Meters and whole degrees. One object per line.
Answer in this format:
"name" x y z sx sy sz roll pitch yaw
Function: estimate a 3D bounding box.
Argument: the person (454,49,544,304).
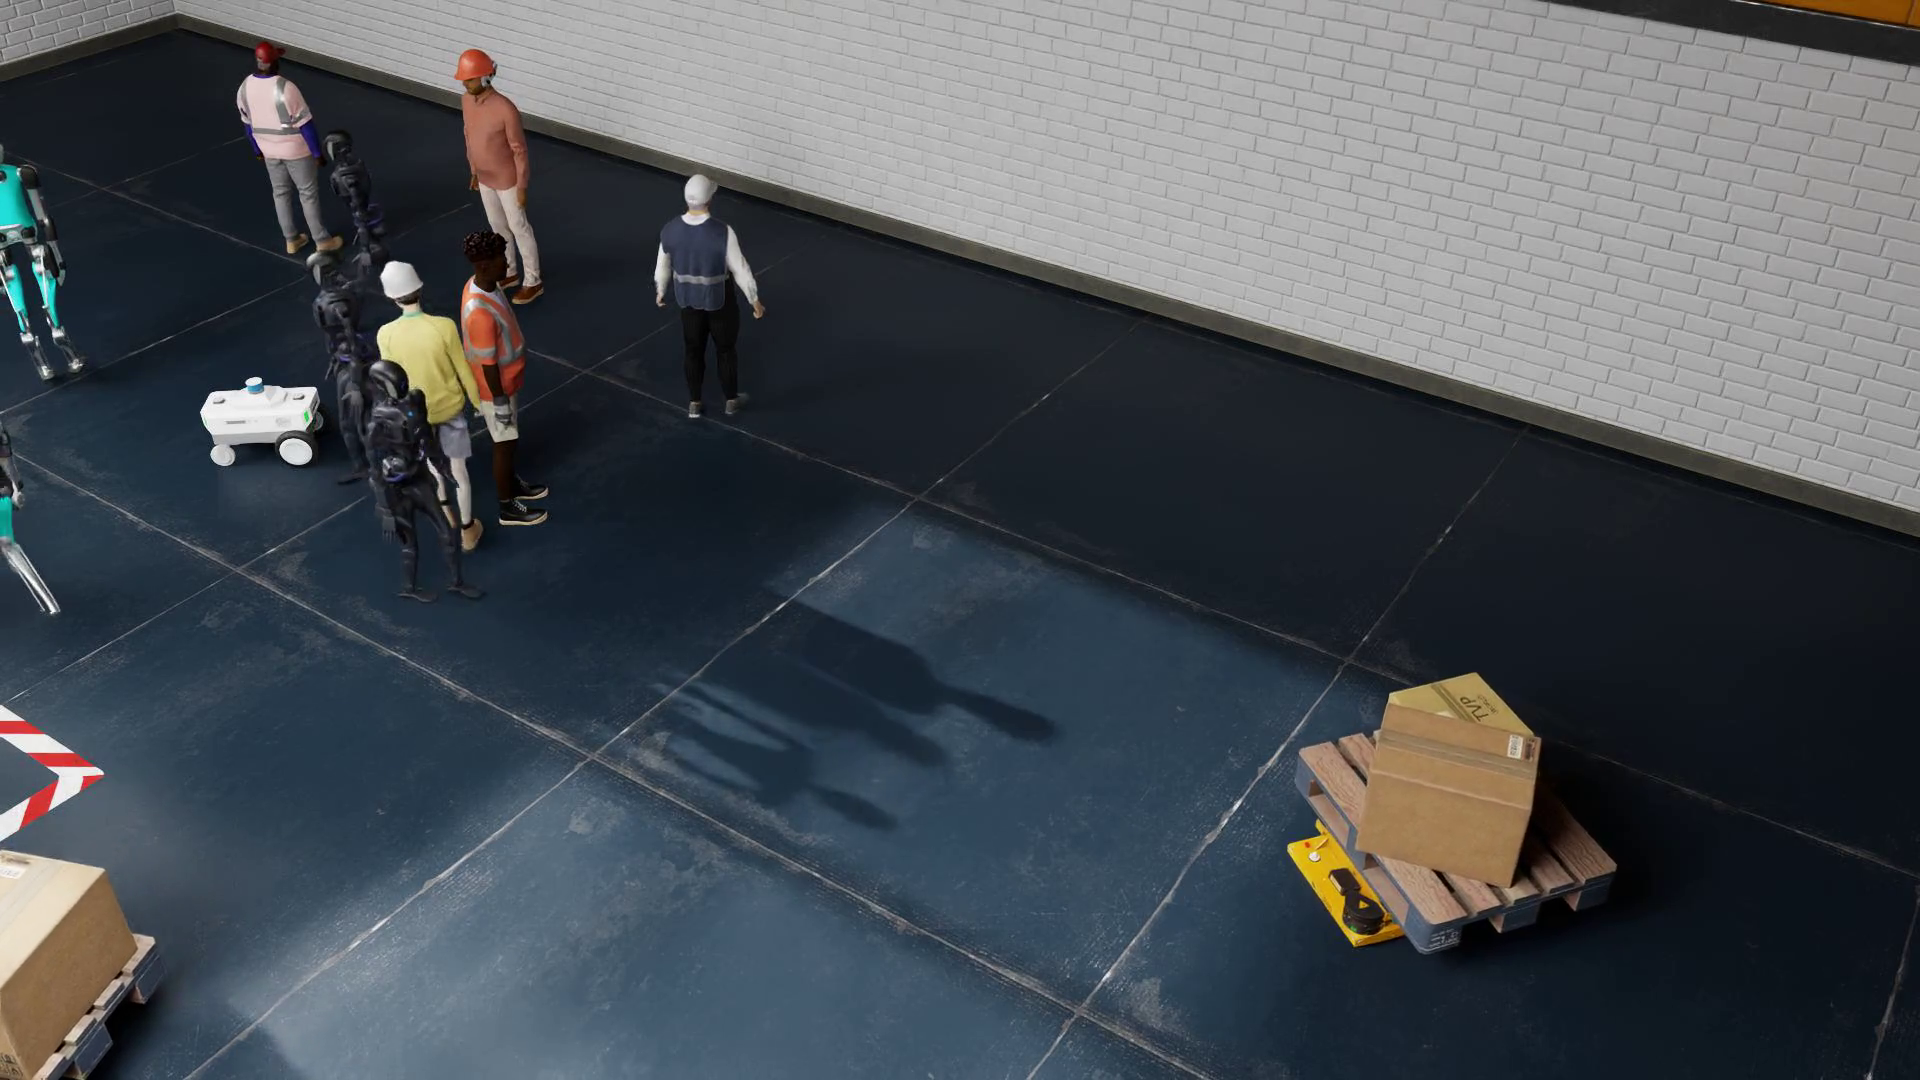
"person" -3.543 -2.773 12.724 0.622 1.991 0.394 23 41 29

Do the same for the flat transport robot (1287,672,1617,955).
"flat transport robot" 2.391 1.519 8.093 1.431 0.231 0.659 -11 37 -16

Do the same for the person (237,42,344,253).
"person" -5.446 -3.164 13.491 0.623 1.751 0.420 7 36 10

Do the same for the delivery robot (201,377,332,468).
"delivery robot" -4.648 -0.801 11.176 0.811 0.613 0.499 -3 35 -5

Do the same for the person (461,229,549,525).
"person" -2.819 -0.988 10.209 0.375 1.958 0.604 -7 36 -10

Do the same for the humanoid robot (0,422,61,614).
"humanoid robot" -5.749 -0.308 9.492 0.970 1.805 0.533 20 40 26

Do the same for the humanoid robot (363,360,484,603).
"humanoid robot" -3.101 -0.303 9.476 0.585 1.635 0.600 12 37 17

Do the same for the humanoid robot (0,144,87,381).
"humanoid robot" -6.498 -1.857 11.520 0.533 1.677 0.735 -13 37 -18

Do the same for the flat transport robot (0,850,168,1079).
"flat transport robot" -4.180 2.194 7.128 0.659 0.231 1.431 7 36 11

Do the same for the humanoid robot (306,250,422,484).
"humanoid robot" -3.863 -1.081 10.594 0.506 1.660 0.611 -21 40 -27

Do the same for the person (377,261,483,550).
"person" -3.148 -0.813 10.035 0.504 1.863 0.533 -4 35 -6

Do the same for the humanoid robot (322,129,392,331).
"humanoid robot" -4.389 -2.248 12.288 0.791 1.625 0.590 -14 37 -19

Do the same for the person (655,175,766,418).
"person" -1.721 -1.628 11.316 0.770 1.776 0.463 7 36 10
